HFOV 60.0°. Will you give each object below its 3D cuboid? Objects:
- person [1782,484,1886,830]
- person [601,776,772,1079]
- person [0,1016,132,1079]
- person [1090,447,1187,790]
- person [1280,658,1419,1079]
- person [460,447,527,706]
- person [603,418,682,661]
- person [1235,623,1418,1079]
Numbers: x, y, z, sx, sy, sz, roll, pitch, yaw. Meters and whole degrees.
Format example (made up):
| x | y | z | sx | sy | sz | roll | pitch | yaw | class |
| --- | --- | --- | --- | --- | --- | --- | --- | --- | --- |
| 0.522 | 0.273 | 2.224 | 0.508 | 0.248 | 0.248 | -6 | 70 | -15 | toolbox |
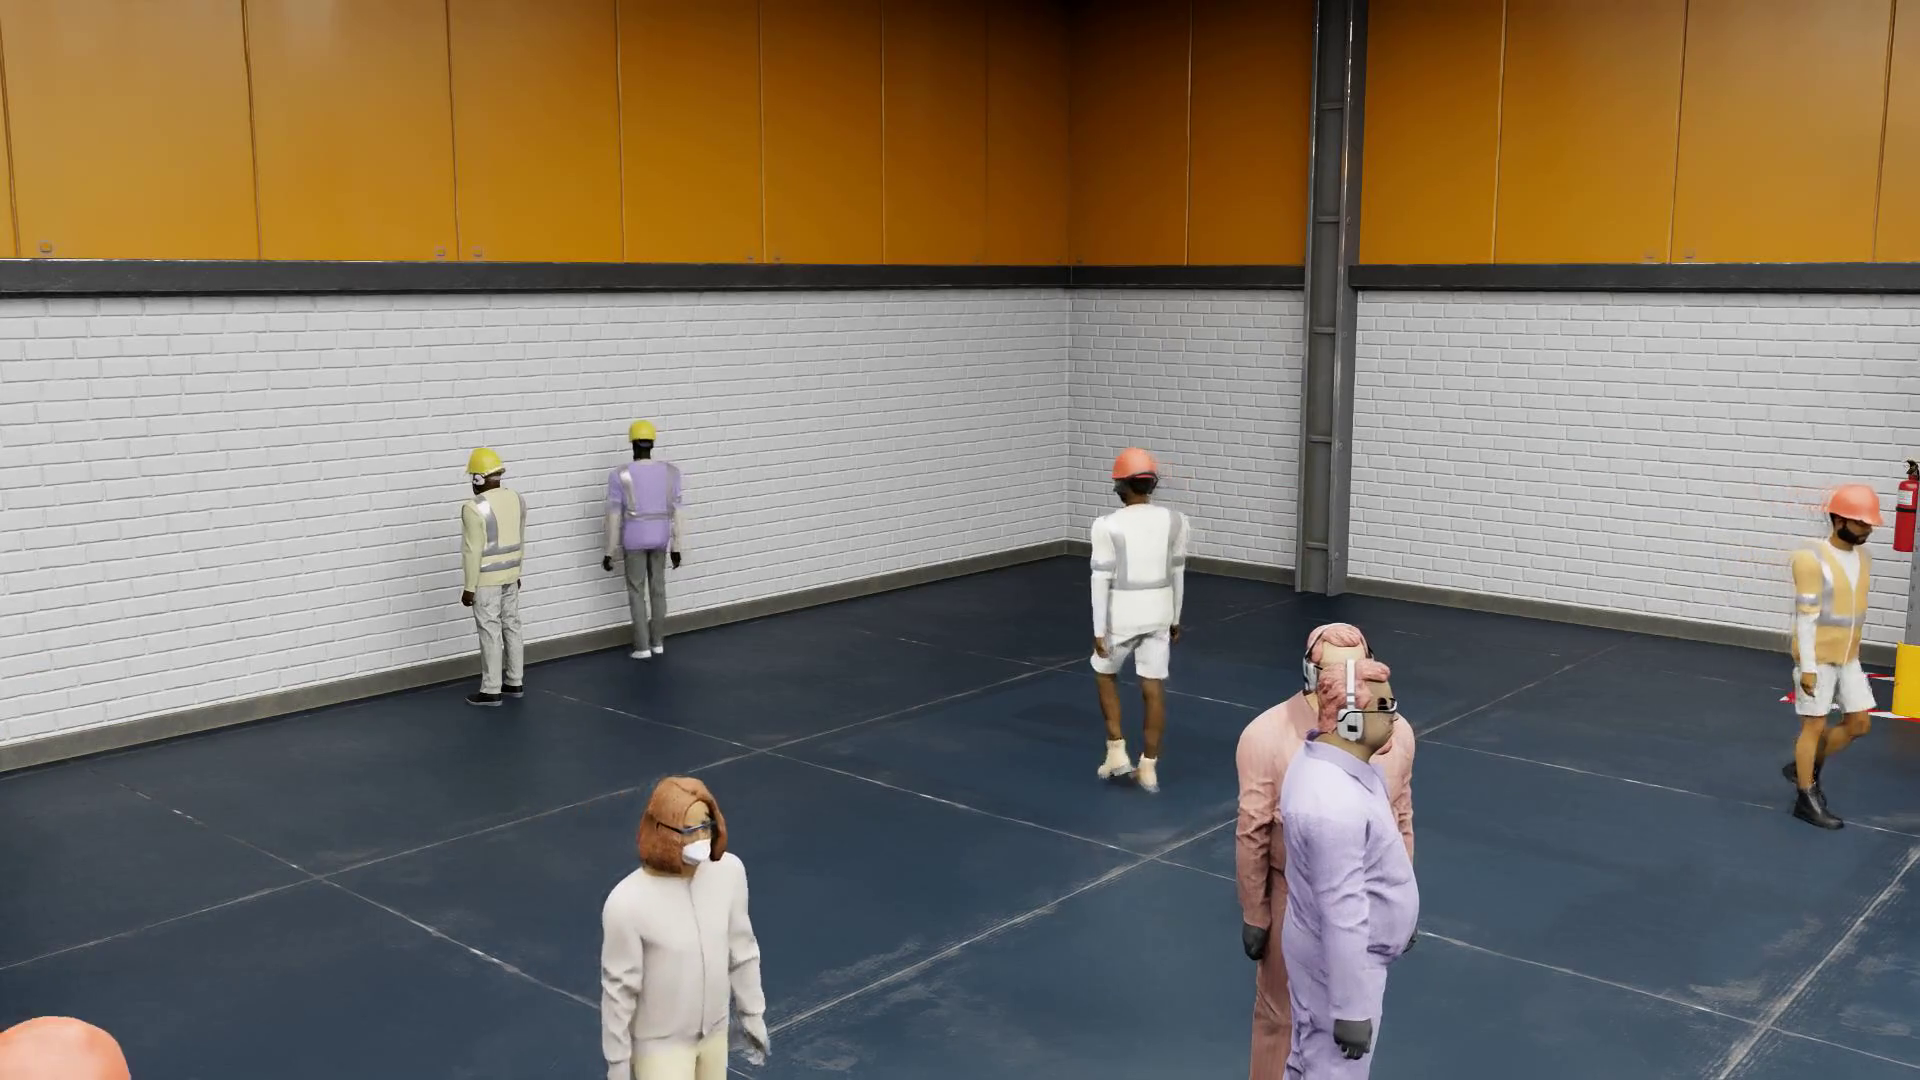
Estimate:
| x | y | z | sx | sy | sz | roll | pitch | yaw | class |
| --- | --- | --- | --- | --- | --- | --- | --- | --- | --- |
| 4.779 | 0.634 | 9.124 | 0.543 | 1.915 | 0.457 | -3 | 10 | -19 | person |
| -0.783 | 1.469 | 4.821 | 0.356 | 1.620 | 0.501 | 7 | 11 | 38 | person |
| -1.498 | 1.674 | 2.719 | 1.033 | 1.889 | 0.545 | 2 | 9 | 13 | person |
| 1.044 | 0.470 | 9.833 | 0.631 | 2.027 | 0.492 | -2 | 9 | -14 | person |
| 1.166 | 1.292 | 5.020 | 0.406 | 1.911 | 0.639 | 1 | 9 | 5 | person |
| -3.314 | 0.254 | 11.768 | 0.404 | 1.834 | 0.589 | 4 | 10 | 23 | person |
| -2.511 | -0.010 | 13.200 | 0.600 | 1.929 | 0.399 | -6 | 11 | -32 | person |
| 1.228 | 1.213 | 5.516 | 0.639 | 1.910 | 0.407 | -2 | 9 | -14 | person |
